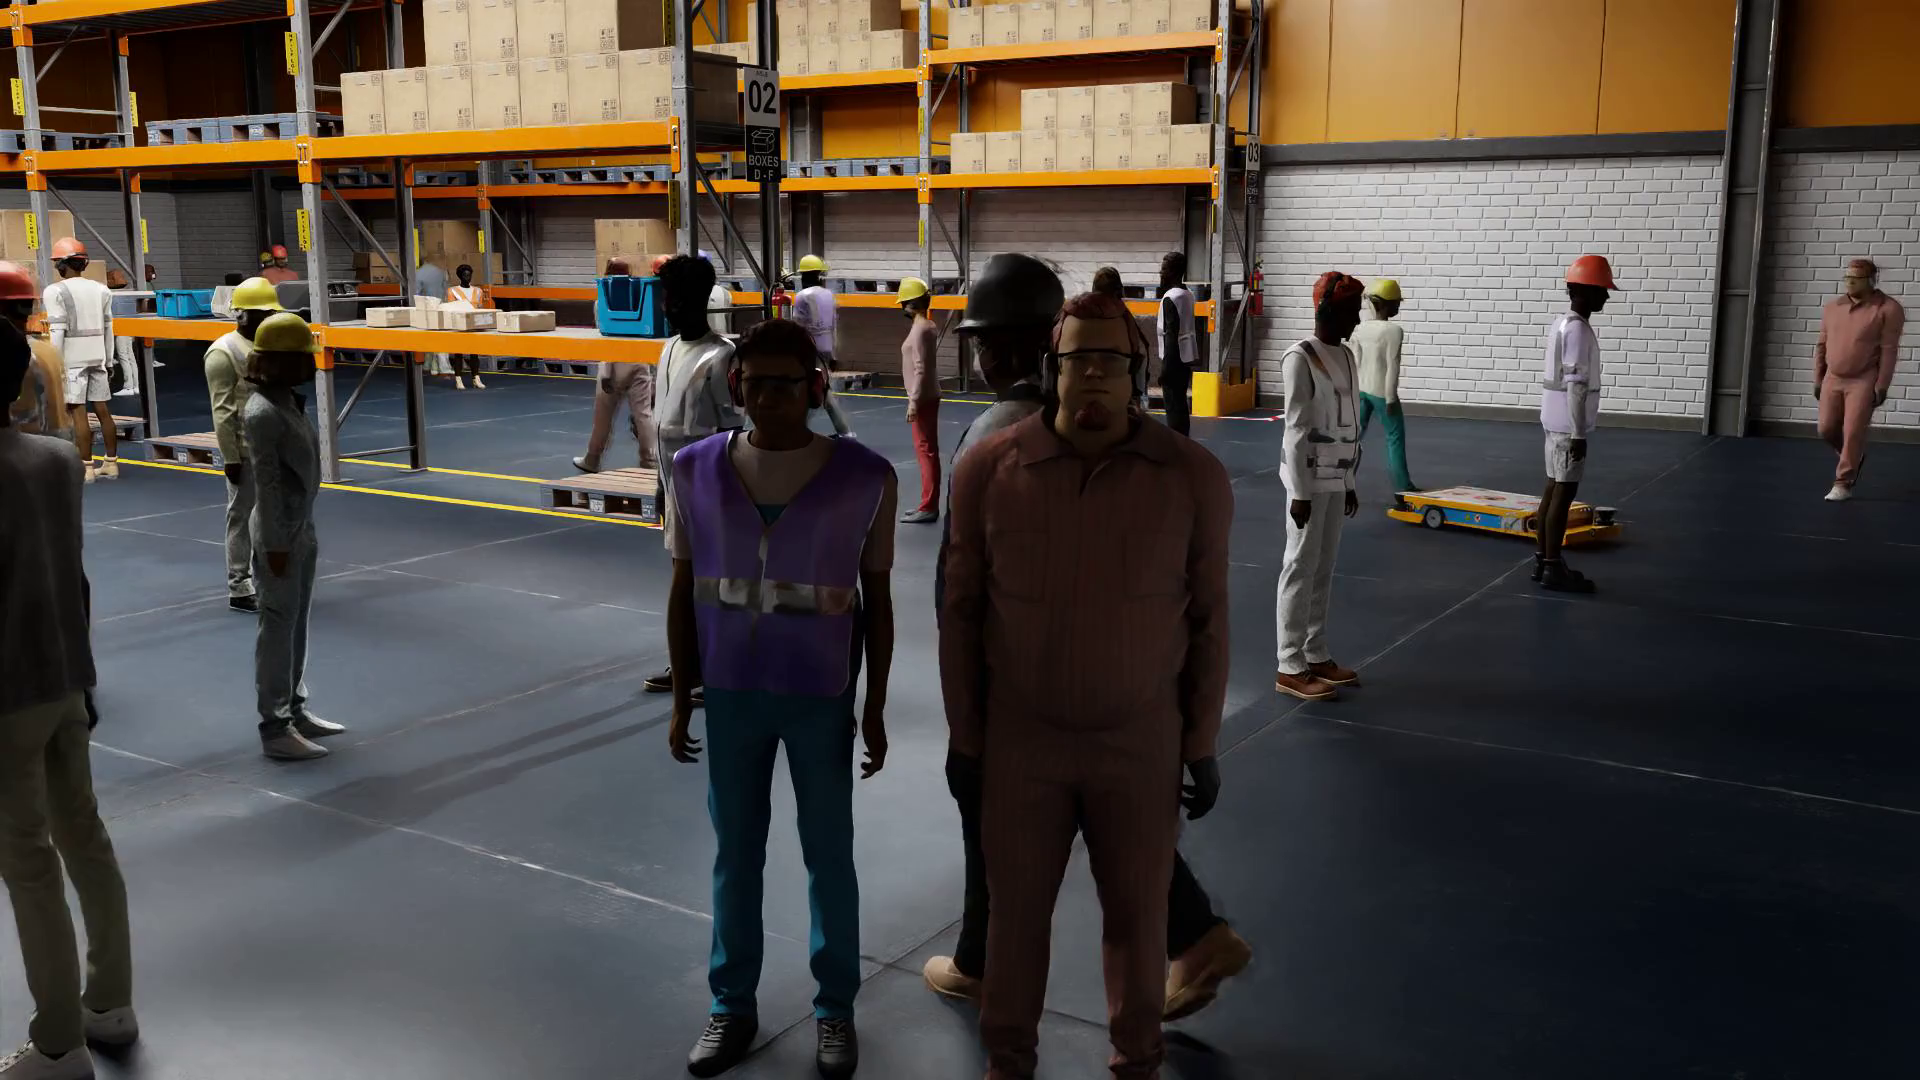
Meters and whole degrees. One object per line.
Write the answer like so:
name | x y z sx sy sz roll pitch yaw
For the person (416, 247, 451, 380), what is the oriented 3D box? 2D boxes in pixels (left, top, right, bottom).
person | -7.799 -3.284 24.184 0.873 1.904 0.652 4 11 21

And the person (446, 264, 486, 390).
person | -6.693 -2.886 22.571 0.535 1.698 0.318 -9 14 -42

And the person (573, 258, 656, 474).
person | -2.953 -1.479 14.321 0.853 1.868 0.649 9 14 42

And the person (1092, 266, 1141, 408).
person | 0.997 -0.935 11.351 0.513 1.845 0.336 4 11 23

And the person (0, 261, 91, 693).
person | -4.060 -0.216 7.153 0.450 1.934 0.566 -3 11 -14

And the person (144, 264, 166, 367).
person | -12.973 -3.590 26.646 0.279 1.634 0.499 -2 10 -9

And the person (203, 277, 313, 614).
person | -3.829 -0.515 9.105 0.405 1.823 0.591 3 11 15

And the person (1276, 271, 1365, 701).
person | 1.614 -0.245 7.414 0.355 1.887 0.573 7 12 34

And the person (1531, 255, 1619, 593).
person | 3.566 -0.671 9.644 0.373 1.932 0.549 2 10 11

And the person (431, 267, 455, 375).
person | -7.789 -3.286 25.003 0.284 1.629 0.501 5 11 25

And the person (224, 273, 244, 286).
person | -8.356 -2.290 19.408 0.890 1.638 0.540 4 11 21

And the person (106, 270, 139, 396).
person | -10.967 -2.703 21.736 0.264 1.632 0.508 -1 10 -6

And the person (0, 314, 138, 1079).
person | -2.243 0.388 3.954 0.329 1.872 0.522 1 10 6

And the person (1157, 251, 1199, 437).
person | 1.886 -1.557 14.589 0.392 1.922 0.591 4 11 20

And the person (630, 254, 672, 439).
person | -3.008 -1.889 16.542 0.914 1.896 0.546 8 13 37

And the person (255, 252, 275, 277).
person | -11.245 -3.776 27.162 0.403 1.822 0.587 7 13 36

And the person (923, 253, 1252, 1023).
person | 0.316 0.253 4.228 0.830 2.000 0.696 8 13 37

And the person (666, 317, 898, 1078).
person | -0.431 0.382 4.058 0.567 1.845 0.389 1 10 6

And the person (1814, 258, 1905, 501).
person | 7.024 -1.254 13.029 0.657 1.885 0.647 -7 12 -33

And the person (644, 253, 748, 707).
person | -1.160 -0.258 7.292 0.367 1.957 0.605 -9 13 -40

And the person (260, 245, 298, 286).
person | -10.232 -3.453 25.011 0.616 1.962 0.981 -10 14 -44

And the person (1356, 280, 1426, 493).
person | 3.224 -1.146 12.865 0.902 1.718 0.538 -5 11 -26

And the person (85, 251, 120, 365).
person | -14.132 -3.705 26.709 1.027 1.856 0.647 -3 11 -18

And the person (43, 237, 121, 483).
person | -7.360 -1.493 13.897 0.386 2.041 0.615 4 11 21

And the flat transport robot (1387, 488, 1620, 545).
flat transport robot | 3.764 -0.188 11.579 0.652 0.197 1.431 -8 13 -37

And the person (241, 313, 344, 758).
person | -2.638 -0.022 6.580 0.324 1.740 0.492 -1 10 -7

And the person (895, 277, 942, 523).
person | -0.299 -1.000 11.958 0.328 1.760 0.523 1 10 7

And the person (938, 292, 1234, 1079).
person | 0.271 0.421 3.656 0.643 1.913 0.410 1 10 4

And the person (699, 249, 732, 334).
person | -2.301 -1.632 14.938 0.410 1.945 0.623 10 14 43

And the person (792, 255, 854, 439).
person | -1.440 -1.879 16.507 0.974 1.884 0.607 5 11 25
